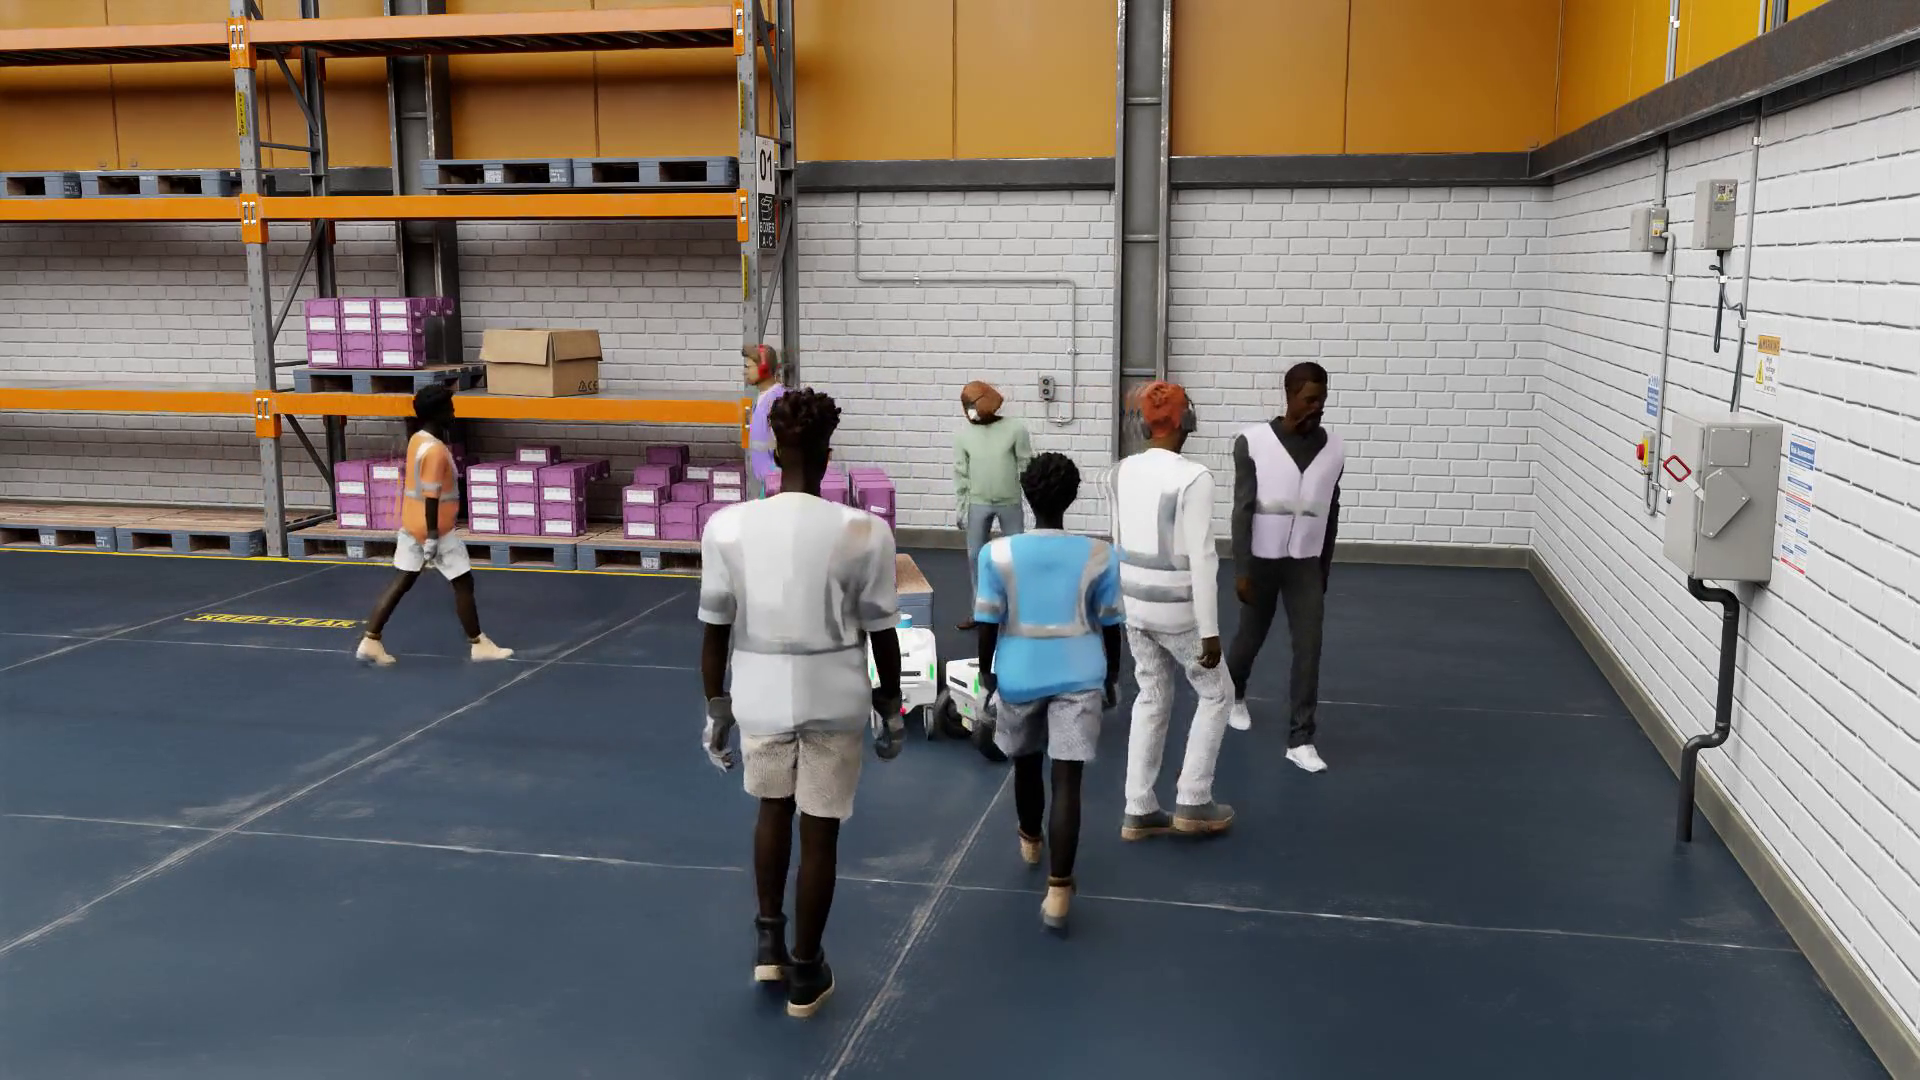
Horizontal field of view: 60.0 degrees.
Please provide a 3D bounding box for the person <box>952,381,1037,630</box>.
[{"bbox_3d":[0.266,-0.197,10.425,0.641,1.598,0.326,1,10,8],"label":"person"}]

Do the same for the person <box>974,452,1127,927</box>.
[{"bbox_3d":[0.329,0.503,6.034,0.544,1.646,0.897,1,9,4],"label":"person"}]

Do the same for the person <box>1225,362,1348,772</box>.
[{"bbox_3d":[1.524,0.078,7.934,0.599,1.881,0.945,-2,10,-13],"label":"person"}]

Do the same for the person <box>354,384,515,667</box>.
[{"bbox_3d":[-3.073,-0.074,9.537,0.875,1.652,0.554,-6,11,-31],"label":"person"}]

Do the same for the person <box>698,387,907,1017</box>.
[{"bbox_3d":[-0.473,0.499,5.175,0.615,1.945,0.482,2,10,10],"label":"person"}]

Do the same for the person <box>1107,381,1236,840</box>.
[{"bbox_3d":[0.894,0.290,6.691,0.567,1.859,0.631,-6,11,-34],"label":"person"}]

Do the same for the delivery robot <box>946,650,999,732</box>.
[{"bbox_3d":[0.301,0.674,8.028,0.707,0.478,0.477,-5,11,-28],"label":"delivery robot"}]

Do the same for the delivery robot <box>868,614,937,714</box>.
[{"bbox_3d":[-0.290,0.618,8.367,0.477,0.478,0.707,0,9,-2],"label":"delivery robot"}]

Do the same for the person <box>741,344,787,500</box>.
[{"bbox_3d":[-1.126,-0.384,10.916,0.737,1.814,0.596,-2,10,-12],"label":"person"}]
